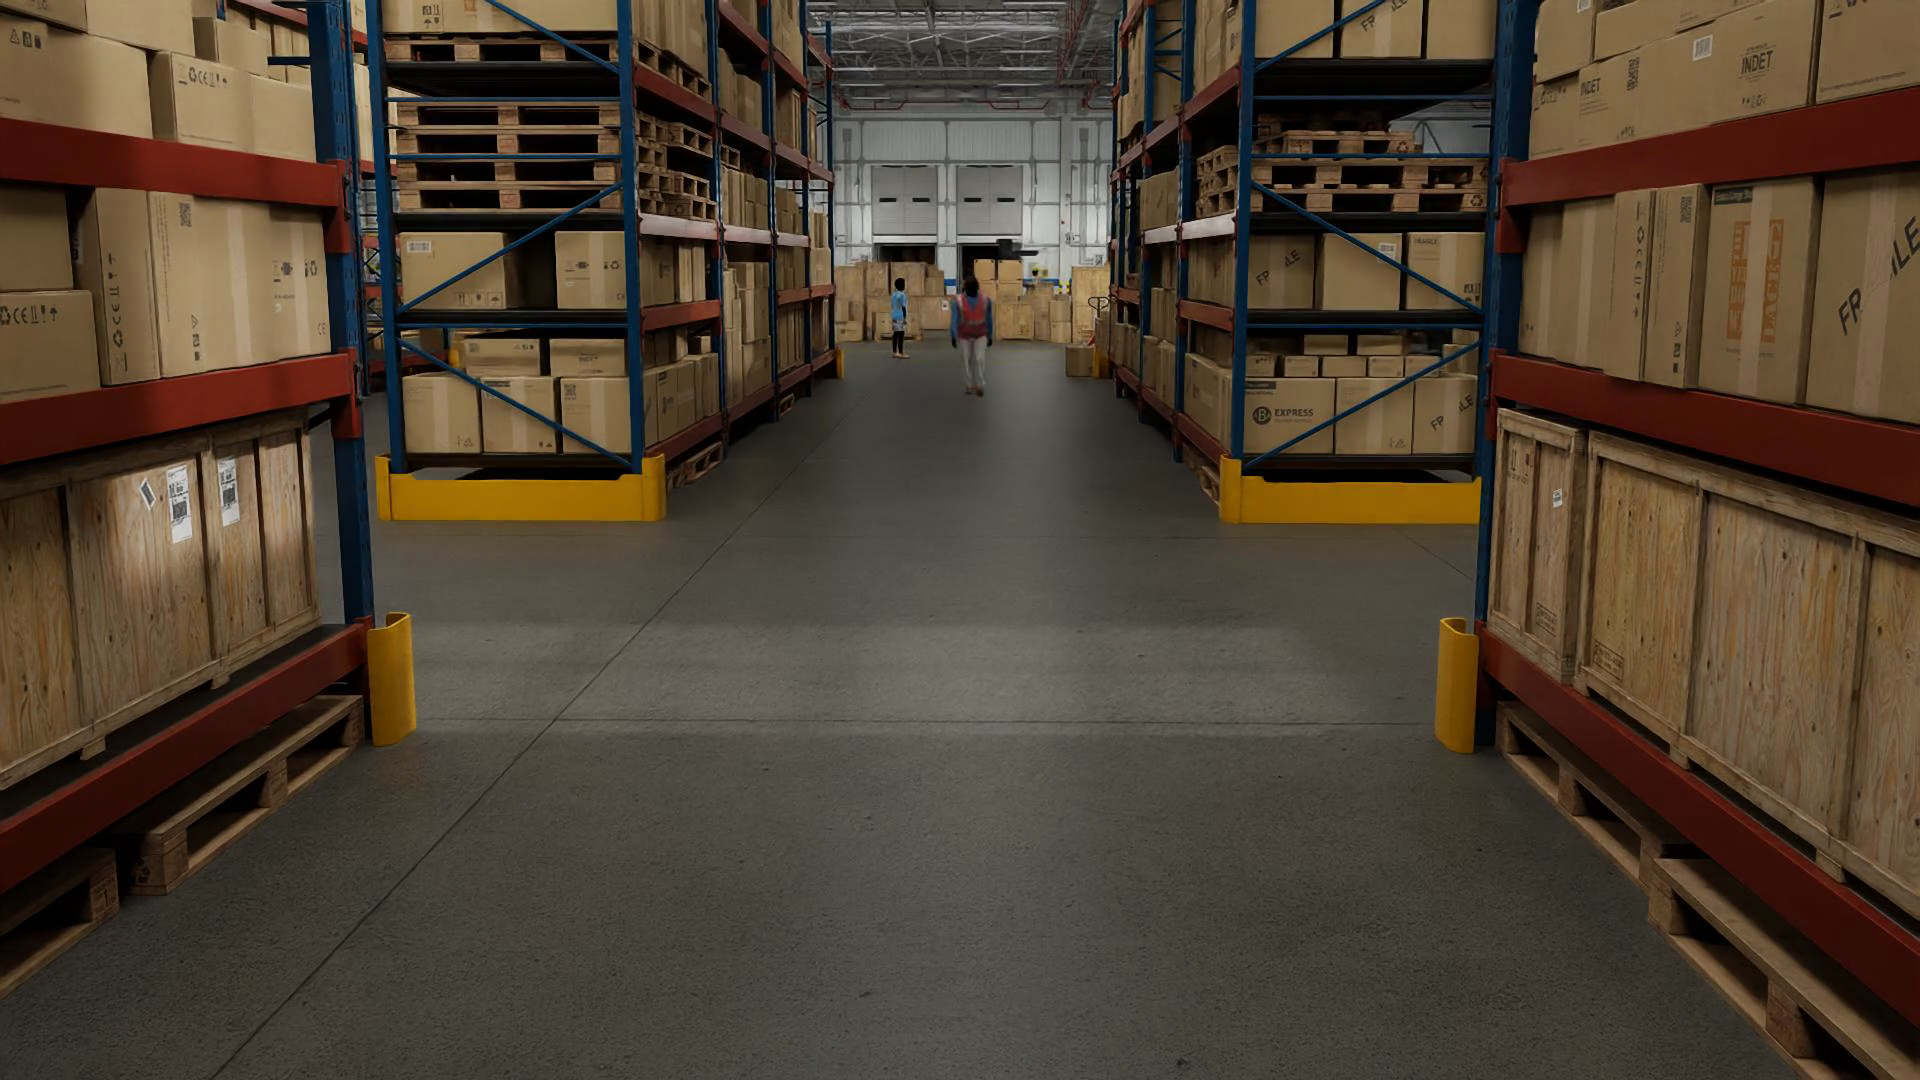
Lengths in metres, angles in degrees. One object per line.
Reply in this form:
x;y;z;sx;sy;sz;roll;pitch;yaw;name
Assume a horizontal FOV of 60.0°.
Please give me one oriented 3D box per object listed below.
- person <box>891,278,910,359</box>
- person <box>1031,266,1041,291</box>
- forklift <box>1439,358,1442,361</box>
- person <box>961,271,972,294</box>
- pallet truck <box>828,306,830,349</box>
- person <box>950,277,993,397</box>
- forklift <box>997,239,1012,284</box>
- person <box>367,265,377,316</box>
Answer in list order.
-1.266;-4.665;35.045;0.318;1.697;0.533;-5;11;-29;person
2.765;-8.919;59.955;0.461;1.893;0.607;0;9;2;person
9.969;-4.911;32.980;1.873;2.768;1.129;-4;10;-20;forklift
0.307;-8.854;60.137;0.534;1.697;0.318;-1;10;-5;person
-3.100;-3.940;29.800;1.885;1.965;0.823;3;10;19;pallet truck
0.177;-3.078;25.240;0.649;1.792;0.951;0;9;-2;person
1.548;-8.926;57.029;1.873;2.768;1.129;-1;10;-8;forklift
-22.164;-9.403;62.741;0.376;1.922;0.594;-6;11;-33;person
